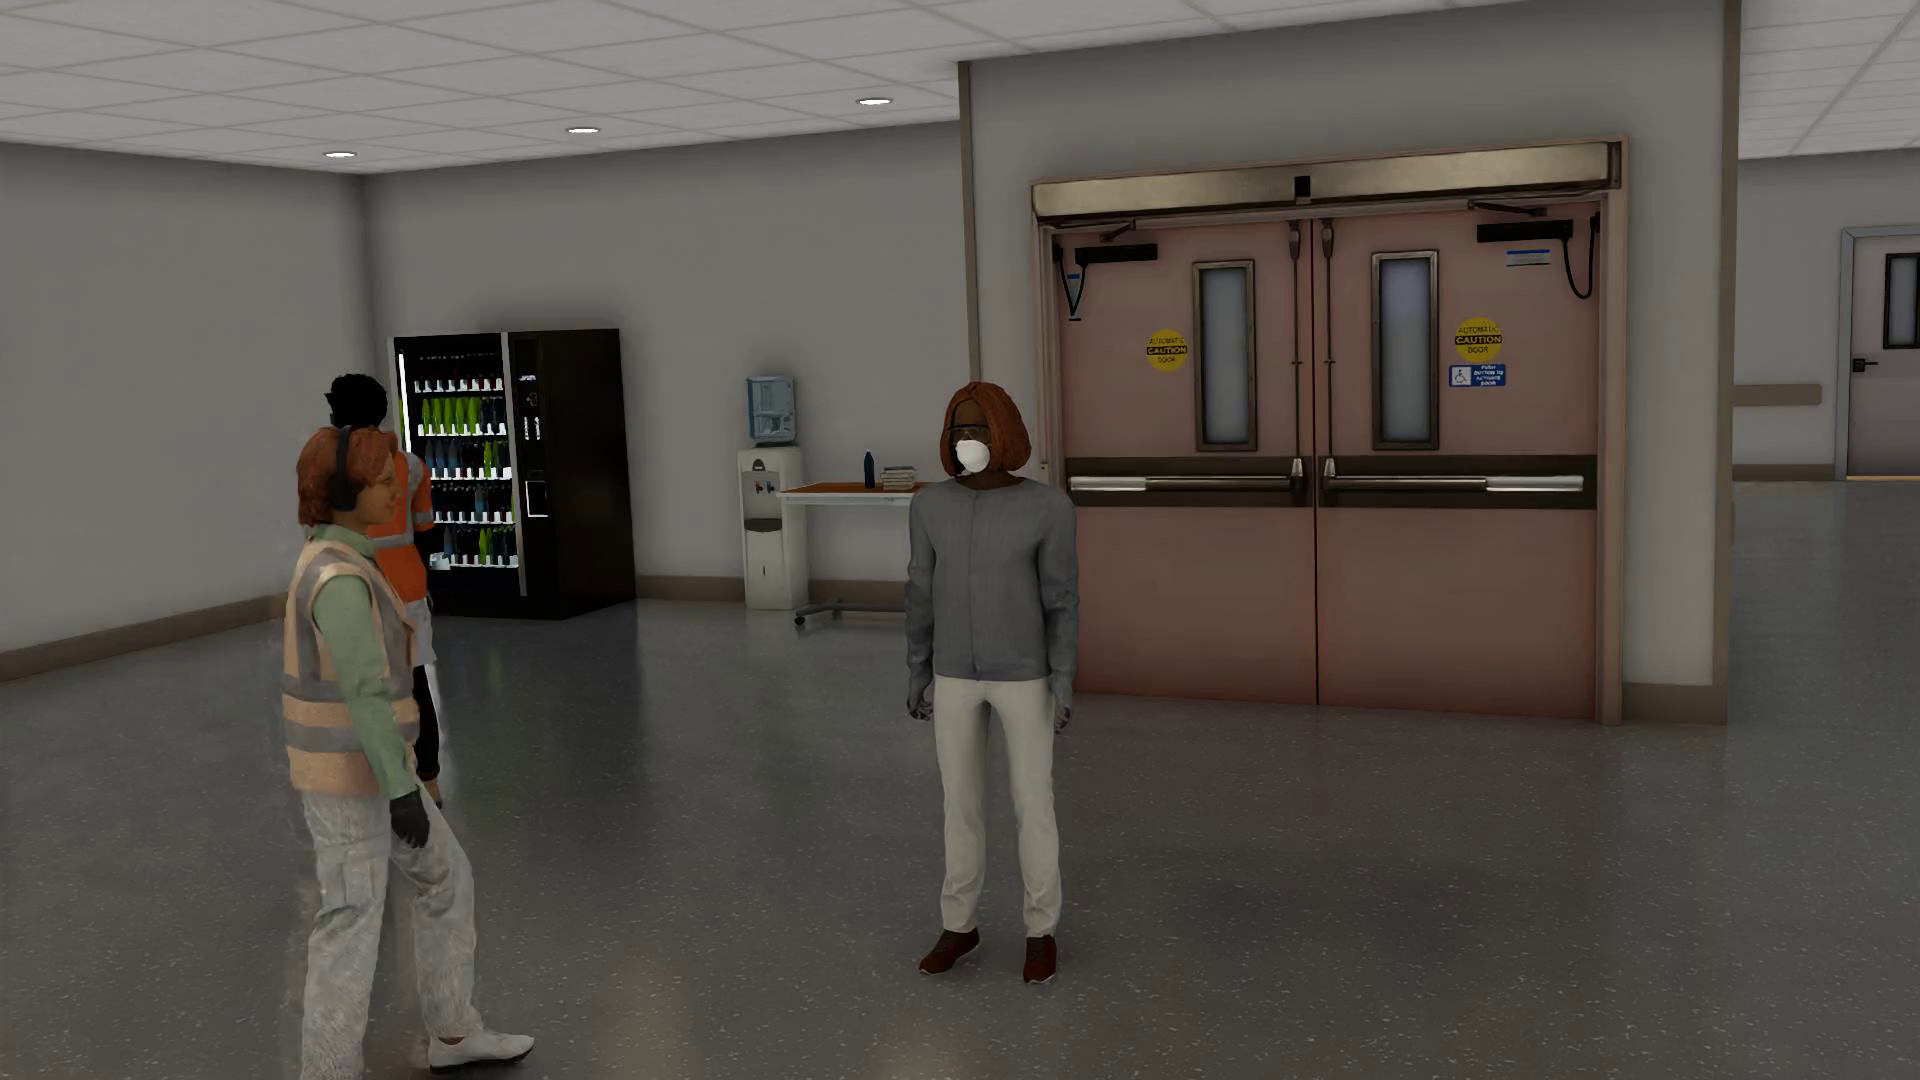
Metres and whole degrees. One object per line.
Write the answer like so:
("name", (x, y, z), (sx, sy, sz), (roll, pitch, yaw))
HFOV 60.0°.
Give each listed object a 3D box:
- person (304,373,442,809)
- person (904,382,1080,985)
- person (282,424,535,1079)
("person", (-2.201, 0.225, 6.243), (0.316, 1.696, 0.540), (4, 9, 38))
("person", (0.086, 0.387, 4.526), (0.498, 1.634, 0.278), (1, 8, 21))
("person", (-1.278, 0.539, 3.856), (0.664, 1.611, 0.538), (-5, 8, -18))
